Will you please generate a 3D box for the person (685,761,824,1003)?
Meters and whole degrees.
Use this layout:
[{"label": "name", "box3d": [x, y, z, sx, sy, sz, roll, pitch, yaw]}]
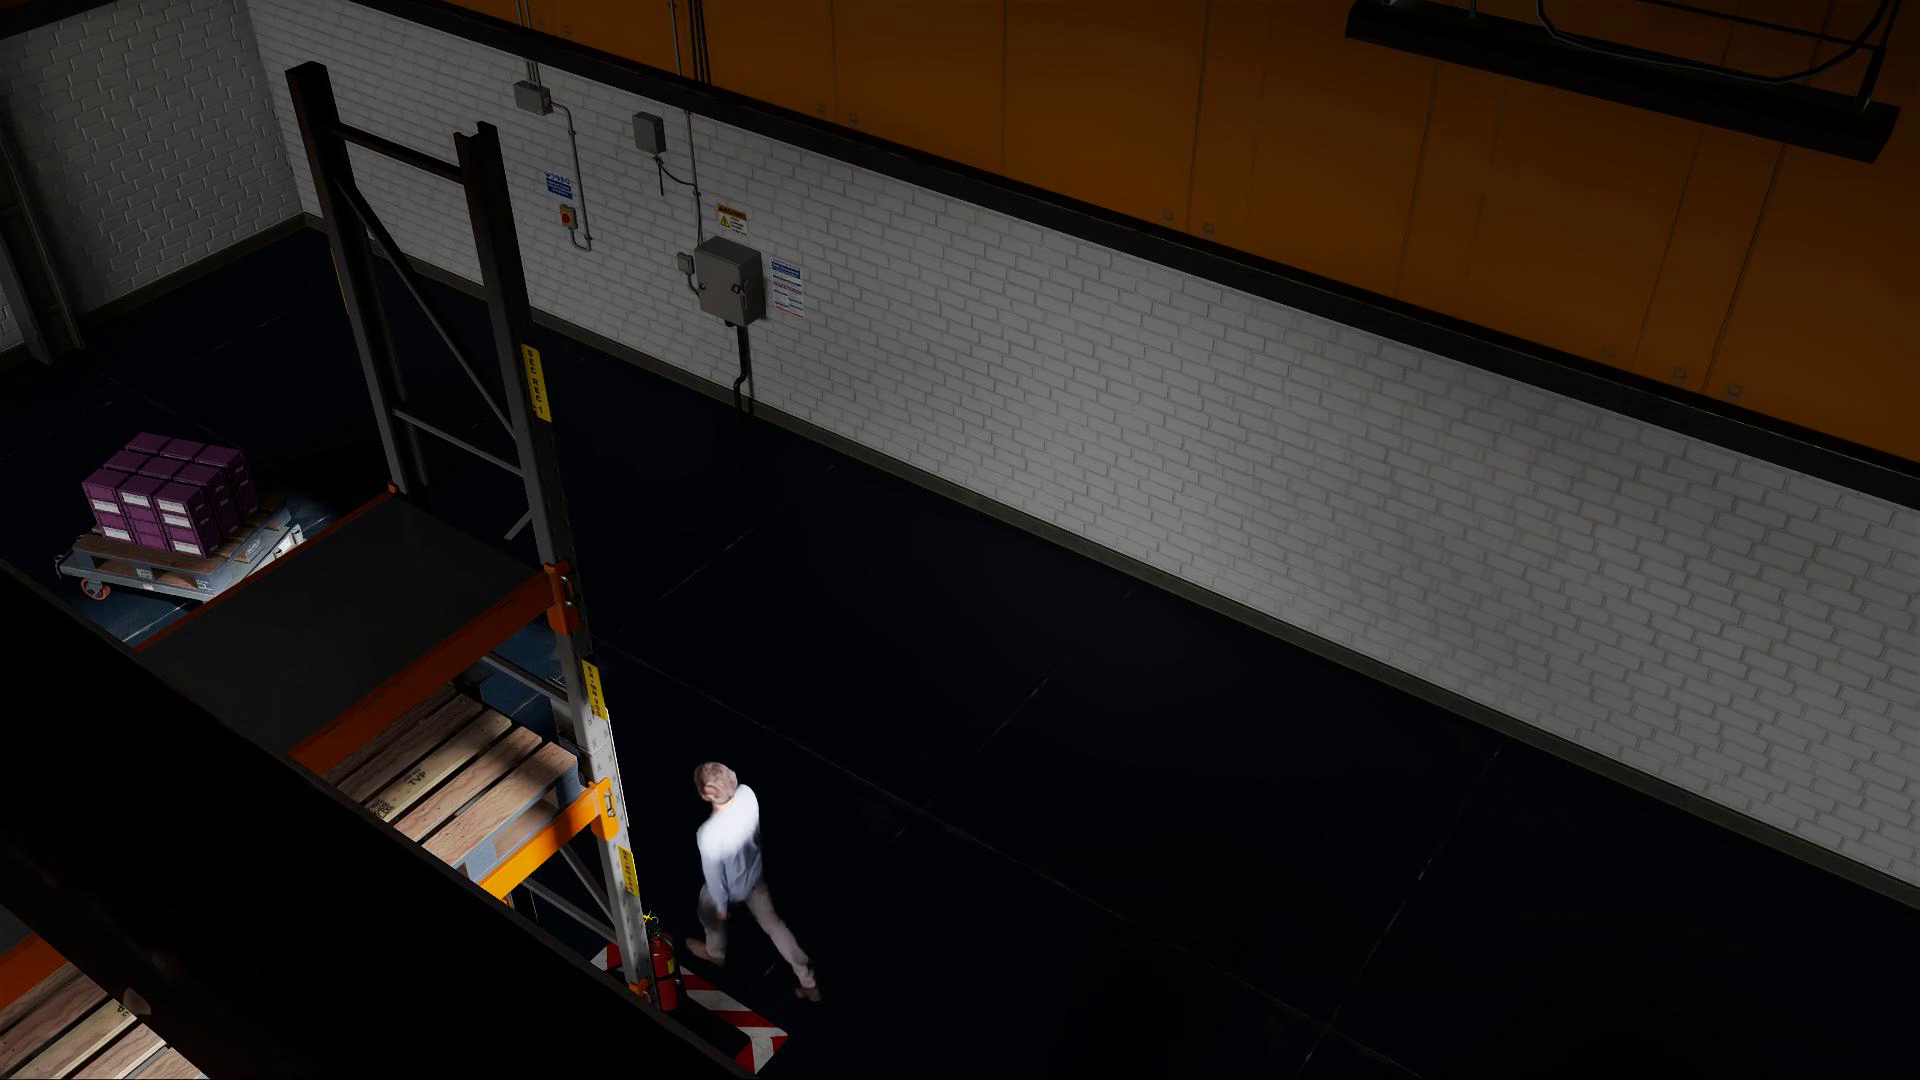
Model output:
[{"label": "person", "box3d": [-1.202, 2.007, 9.561, 0.742, 1.844, 1.190, 24, 44, 27]}]
